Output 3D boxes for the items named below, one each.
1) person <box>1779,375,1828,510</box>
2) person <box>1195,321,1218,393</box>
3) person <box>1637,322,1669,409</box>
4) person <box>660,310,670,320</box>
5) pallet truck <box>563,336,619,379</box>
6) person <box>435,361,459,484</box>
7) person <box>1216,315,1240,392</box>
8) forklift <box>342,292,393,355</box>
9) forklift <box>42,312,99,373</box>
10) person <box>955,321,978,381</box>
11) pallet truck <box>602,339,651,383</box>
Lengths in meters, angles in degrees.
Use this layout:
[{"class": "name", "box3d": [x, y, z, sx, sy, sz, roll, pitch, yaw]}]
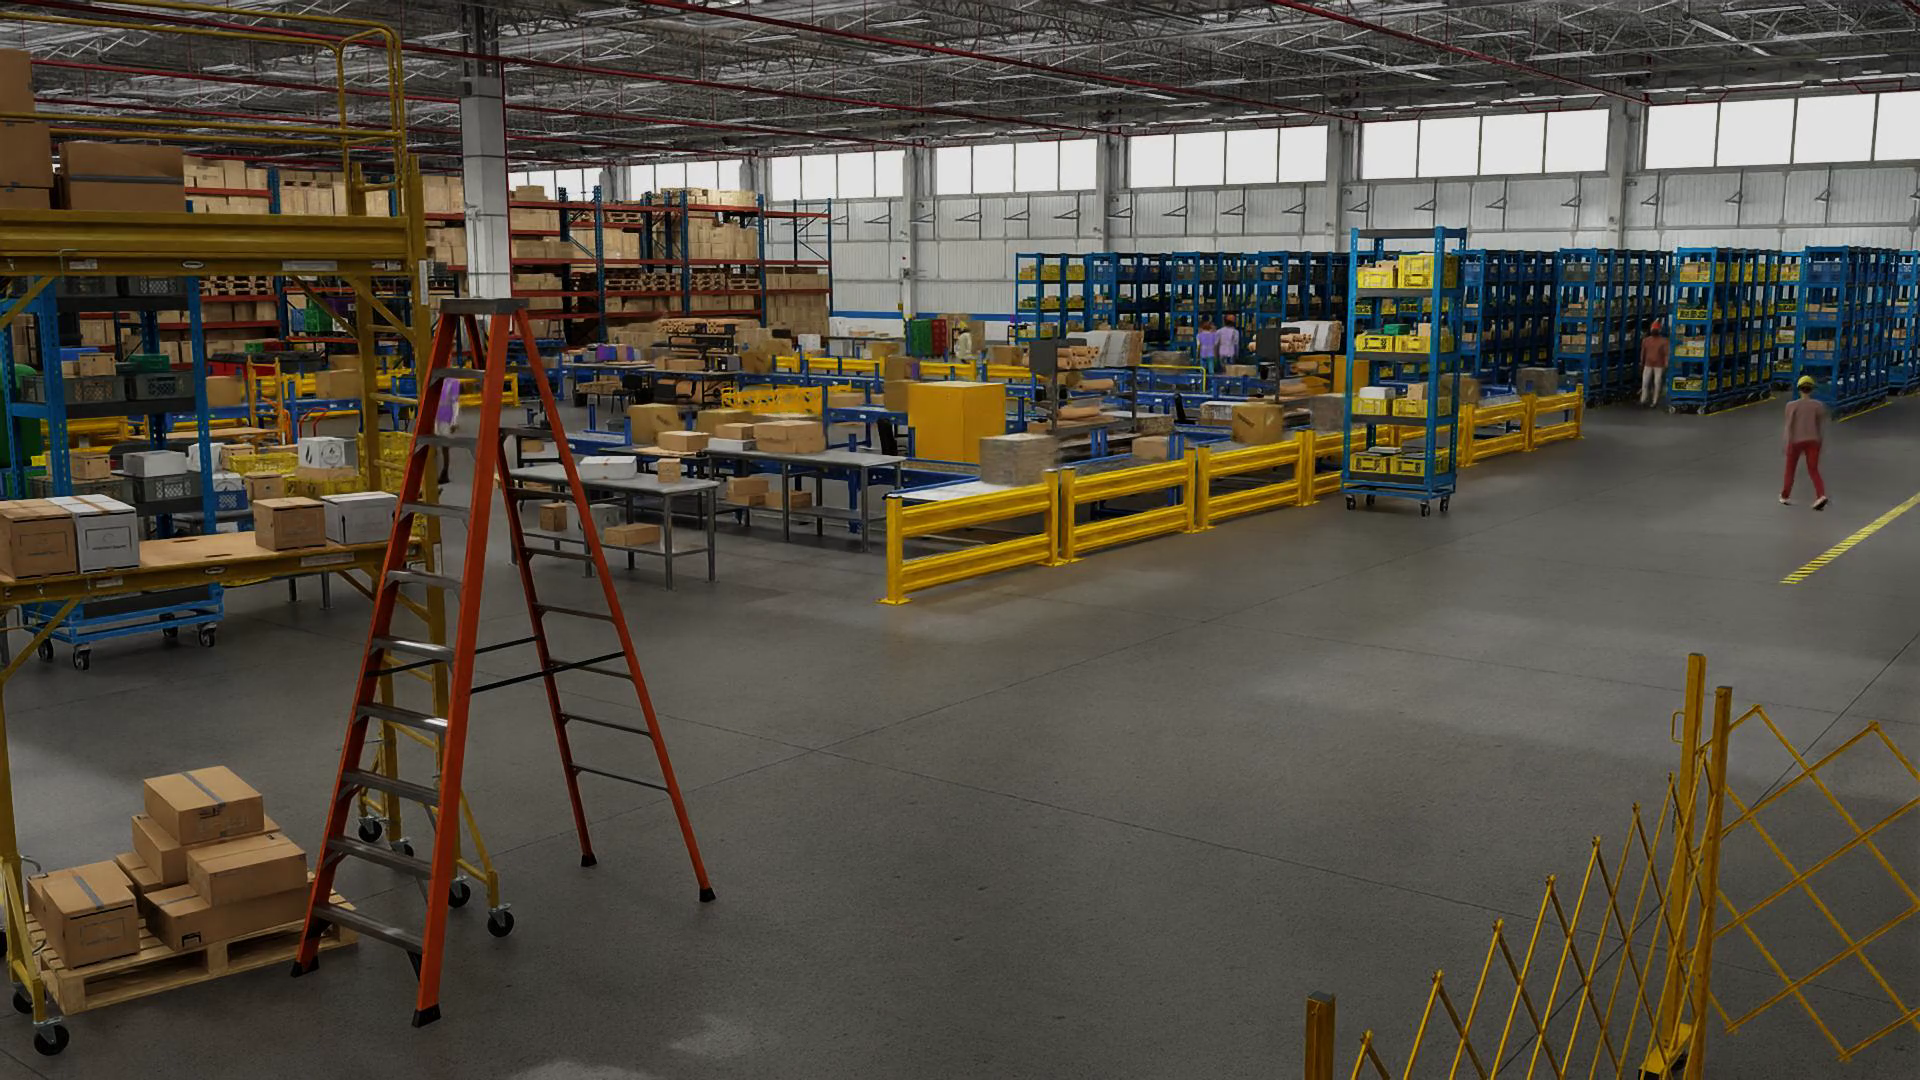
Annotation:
[{"class": "person", "box3d": [10.954, -1.263, 21.536, 0.565, 1.716, 0.882, 0, 9, 2]}, {"class": "person", "box3d": [6.210, -4.585, 41.876, 0.564, 1.842, 0.392, -1, 9, -8]}, {"class": "person", "box3d": [15.468, -3.886, 37.151, 0.647, 1.950, 0.962, 7, 11, 36]}, {"class": "person", "box3d": [-9.207, -6.324, 52.656, 0.943, 1.862, 0.653, -4, 10, -26]}, {"class": "pallet truck", "box3d": [-10.690, -5.294, 48.215, 1.601, 1.201, 0.680, -5, 10, -26]}, {"class": "person", "box3d": [-7.495, -1.709, 23.791, 0.624, 1.885, 0.761, 1, 9, 3]}, {"class": "person", "box3d": [6.865, -4.798, 42.775, 0.617, 1.994, 1.026, 4, 10, 23]}, {"class": "forklift", "box3d": [-16.485, -5.622, 45.120, 1.129, 2.768, 1.873, 7, 11, 37]}, {"class": "forklift", "box3d": [-23.779, -5.451, 44.052, 1.873, 2.768, 1.129, 7, 11, 36]}, {"class": "person", "box3d": [0.120, -4.829, 43.574, 0.914, 1.792, 0.606, 4, 10, 22]}, {"class": "pallet truck", "box3d": [-8.991, -4.871, 45.351, 0.653, 1.274, 1.630, 7, 11, 37]}]
